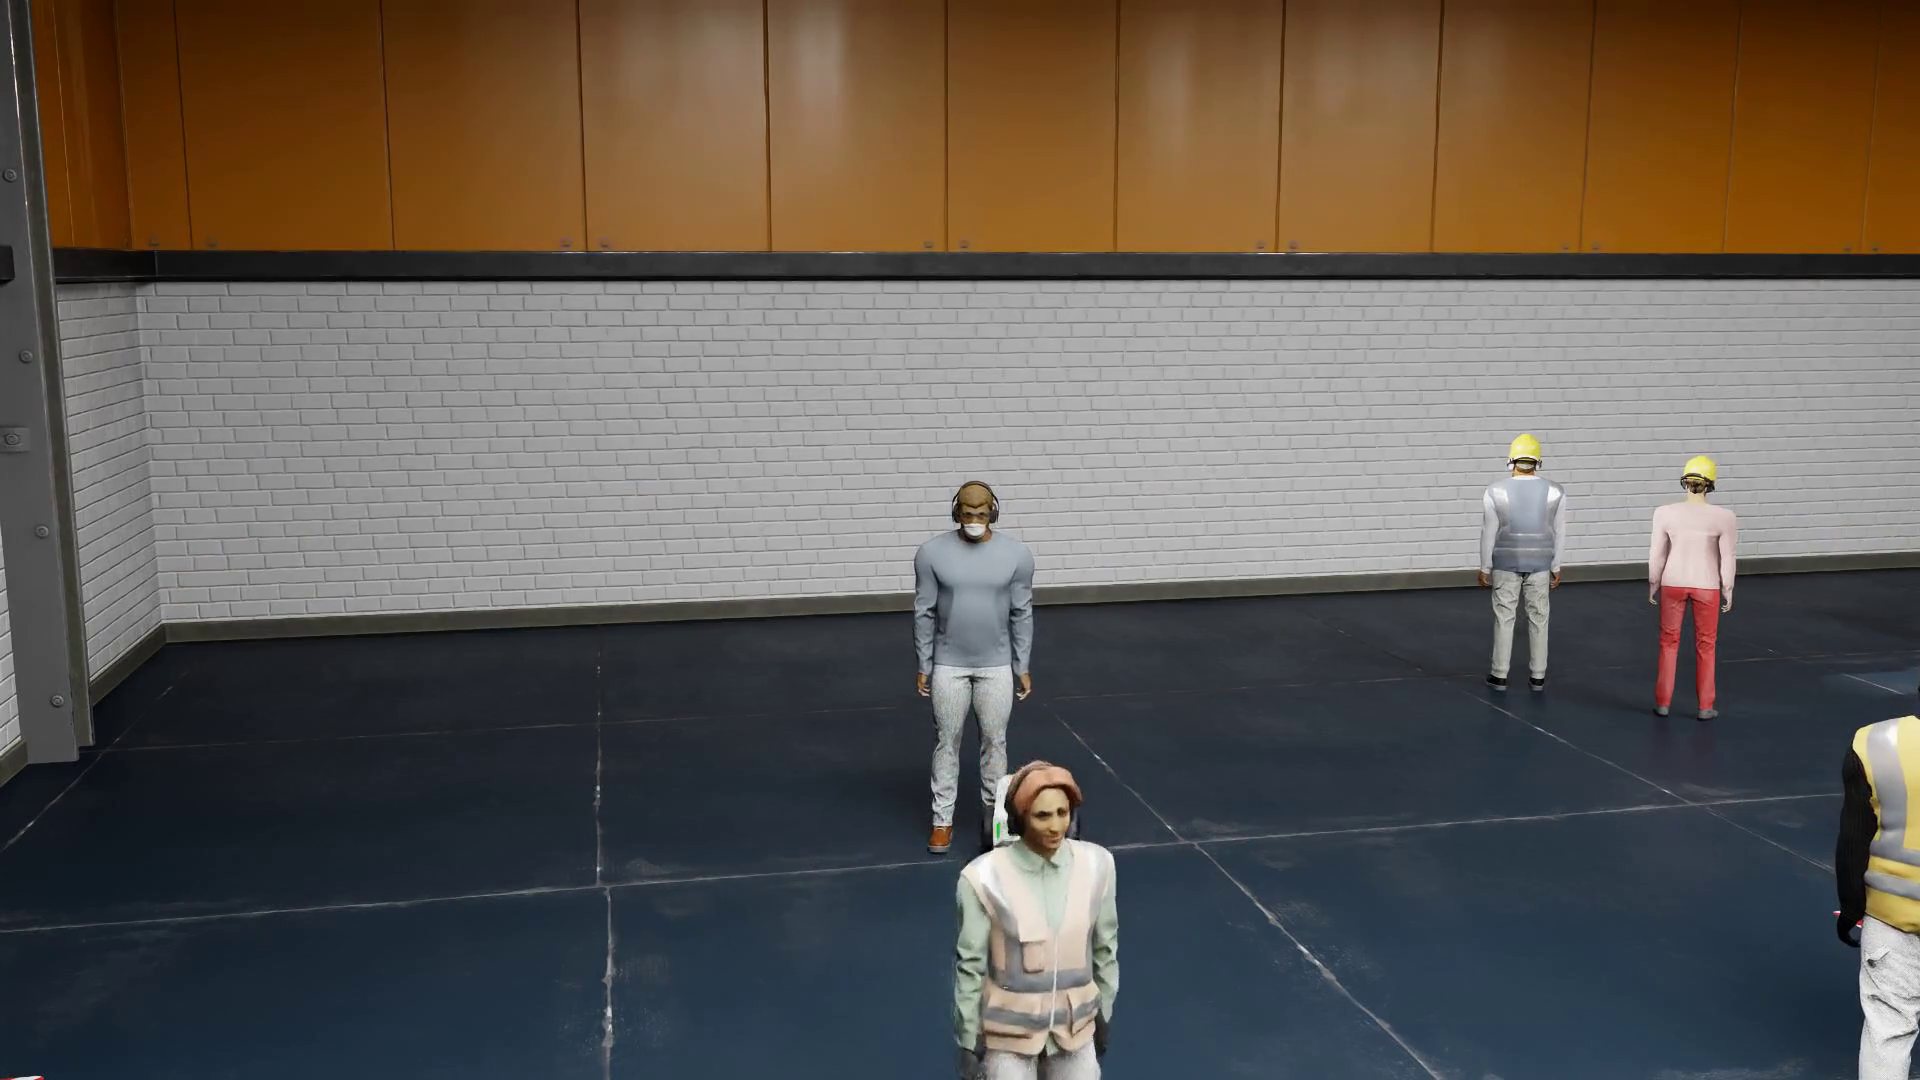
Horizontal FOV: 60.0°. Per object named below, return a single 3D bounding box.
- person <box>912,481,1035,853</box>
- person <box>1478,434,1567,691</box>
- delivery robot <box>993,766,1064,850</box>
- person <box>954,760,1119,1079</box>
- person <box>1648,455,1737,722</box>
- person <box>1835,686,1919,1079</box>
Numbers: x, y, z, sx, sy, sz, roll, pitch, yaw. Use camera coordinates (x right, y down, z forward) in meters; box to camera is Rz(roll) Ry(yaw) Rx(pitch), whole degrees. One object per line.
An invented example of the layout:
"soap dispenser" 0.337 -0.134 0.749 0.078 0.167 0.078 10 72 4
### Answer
"person" 0.069 0.649 8.550 0.627 1.935 0.373 0 9 -2
"person" 3.980 0.162 11.814 0.588 1.835 0.403 1 9 6
"delivery robot" 0.342 1.354 8.159 0.477 0.478 0.707 1 9 3
"person" 0.202 1.411 4.843 0.522 1.627 0.534 -3 10 -20
"person" 4.863 0.319 11.069 0.533 1.767 0.326 5 10 26
"person" 3.165 1.214 5.377 0.627 1.847 0.429 5 10 26
